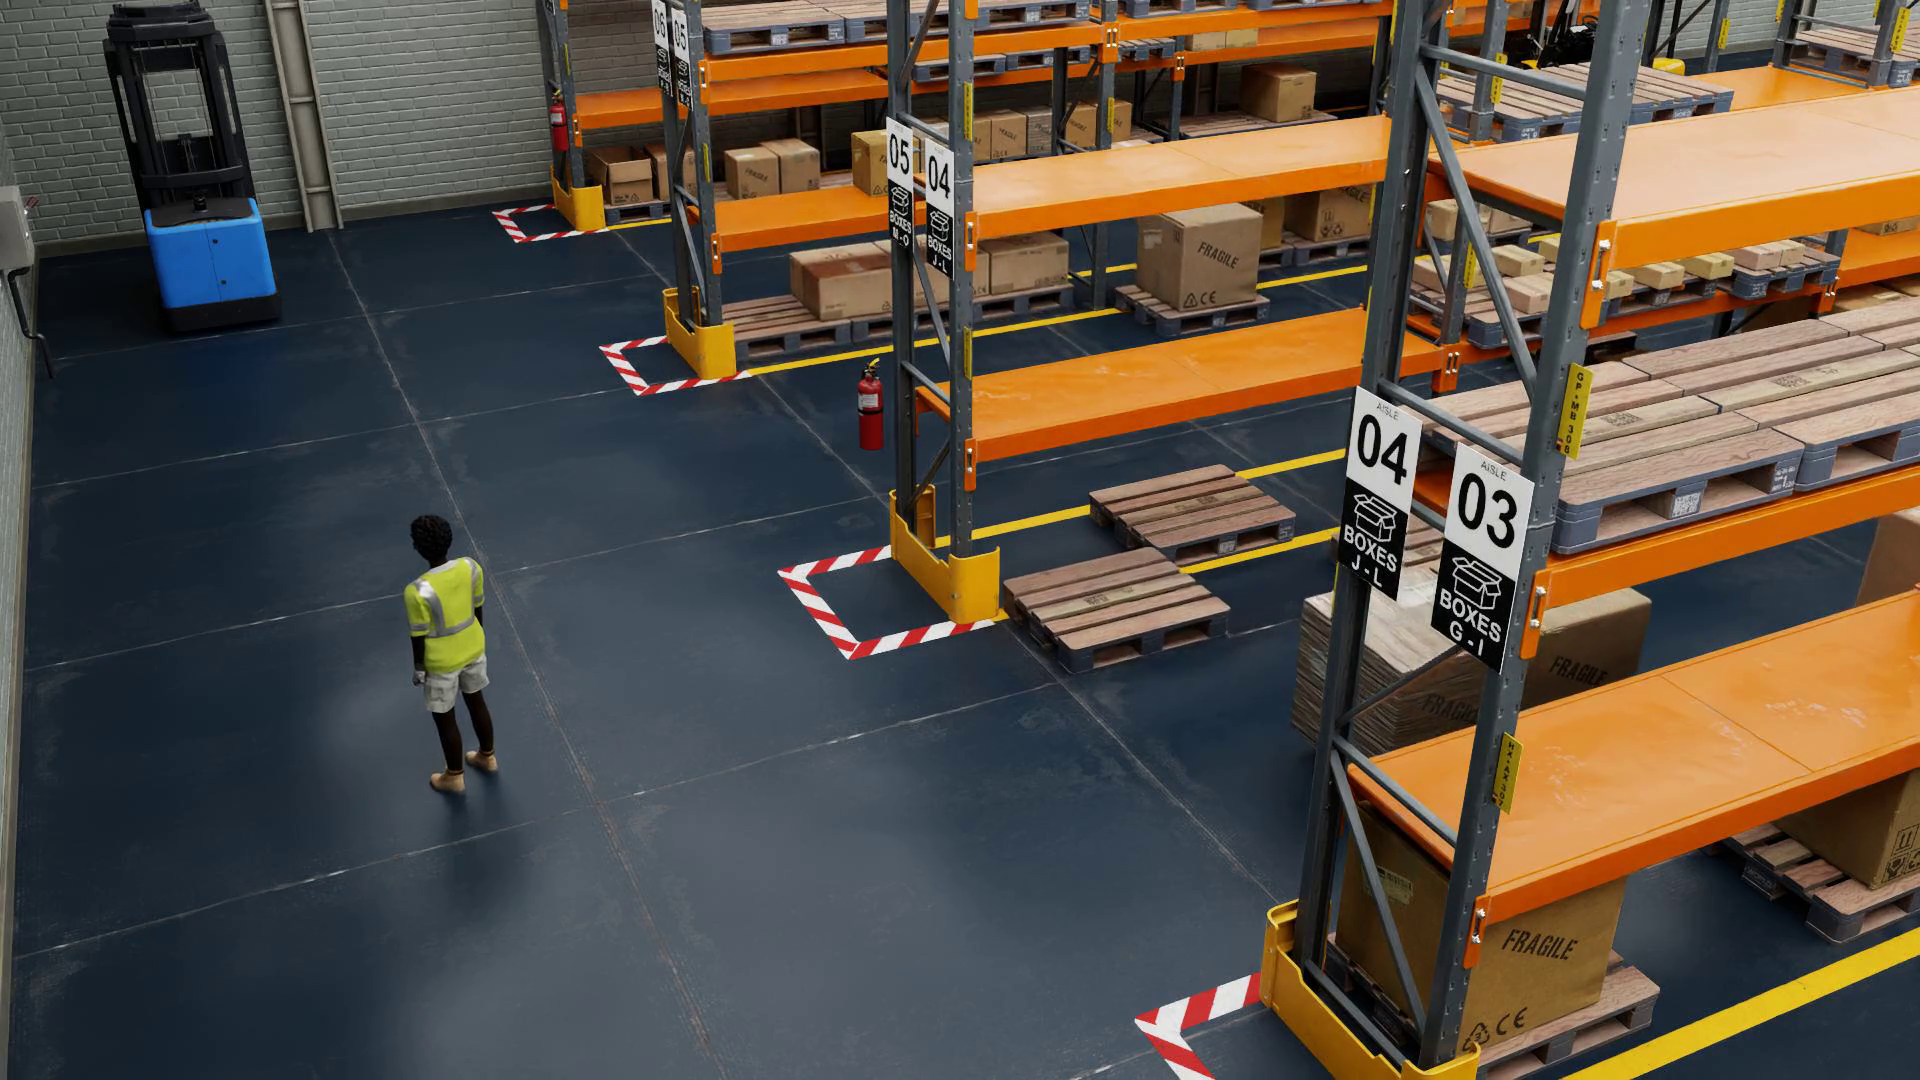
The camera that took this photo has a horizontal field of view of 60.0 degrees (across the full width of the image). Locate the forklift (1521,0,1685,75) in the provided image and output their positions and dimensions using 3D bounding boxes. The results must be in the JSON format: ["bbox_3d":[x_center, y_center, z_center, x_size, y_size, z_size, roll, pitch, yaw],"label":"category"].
[{"bbox_3d":[8.950,-6.807,23.056,1.214,2.155,2.313,-12,30,-22],"label":"forklift"}]

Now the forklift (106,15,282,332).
[{"bbox_3d":[-7.548,-3.672,16.323,1.129,2.768,1.873,-12,30,-22],"label":"forklift"}]

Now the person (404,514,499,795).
[{"bbox_3d":[-2.850,0.637,9.341,0.320,1.685,0.540,15,31,26],"label":"person"}]
